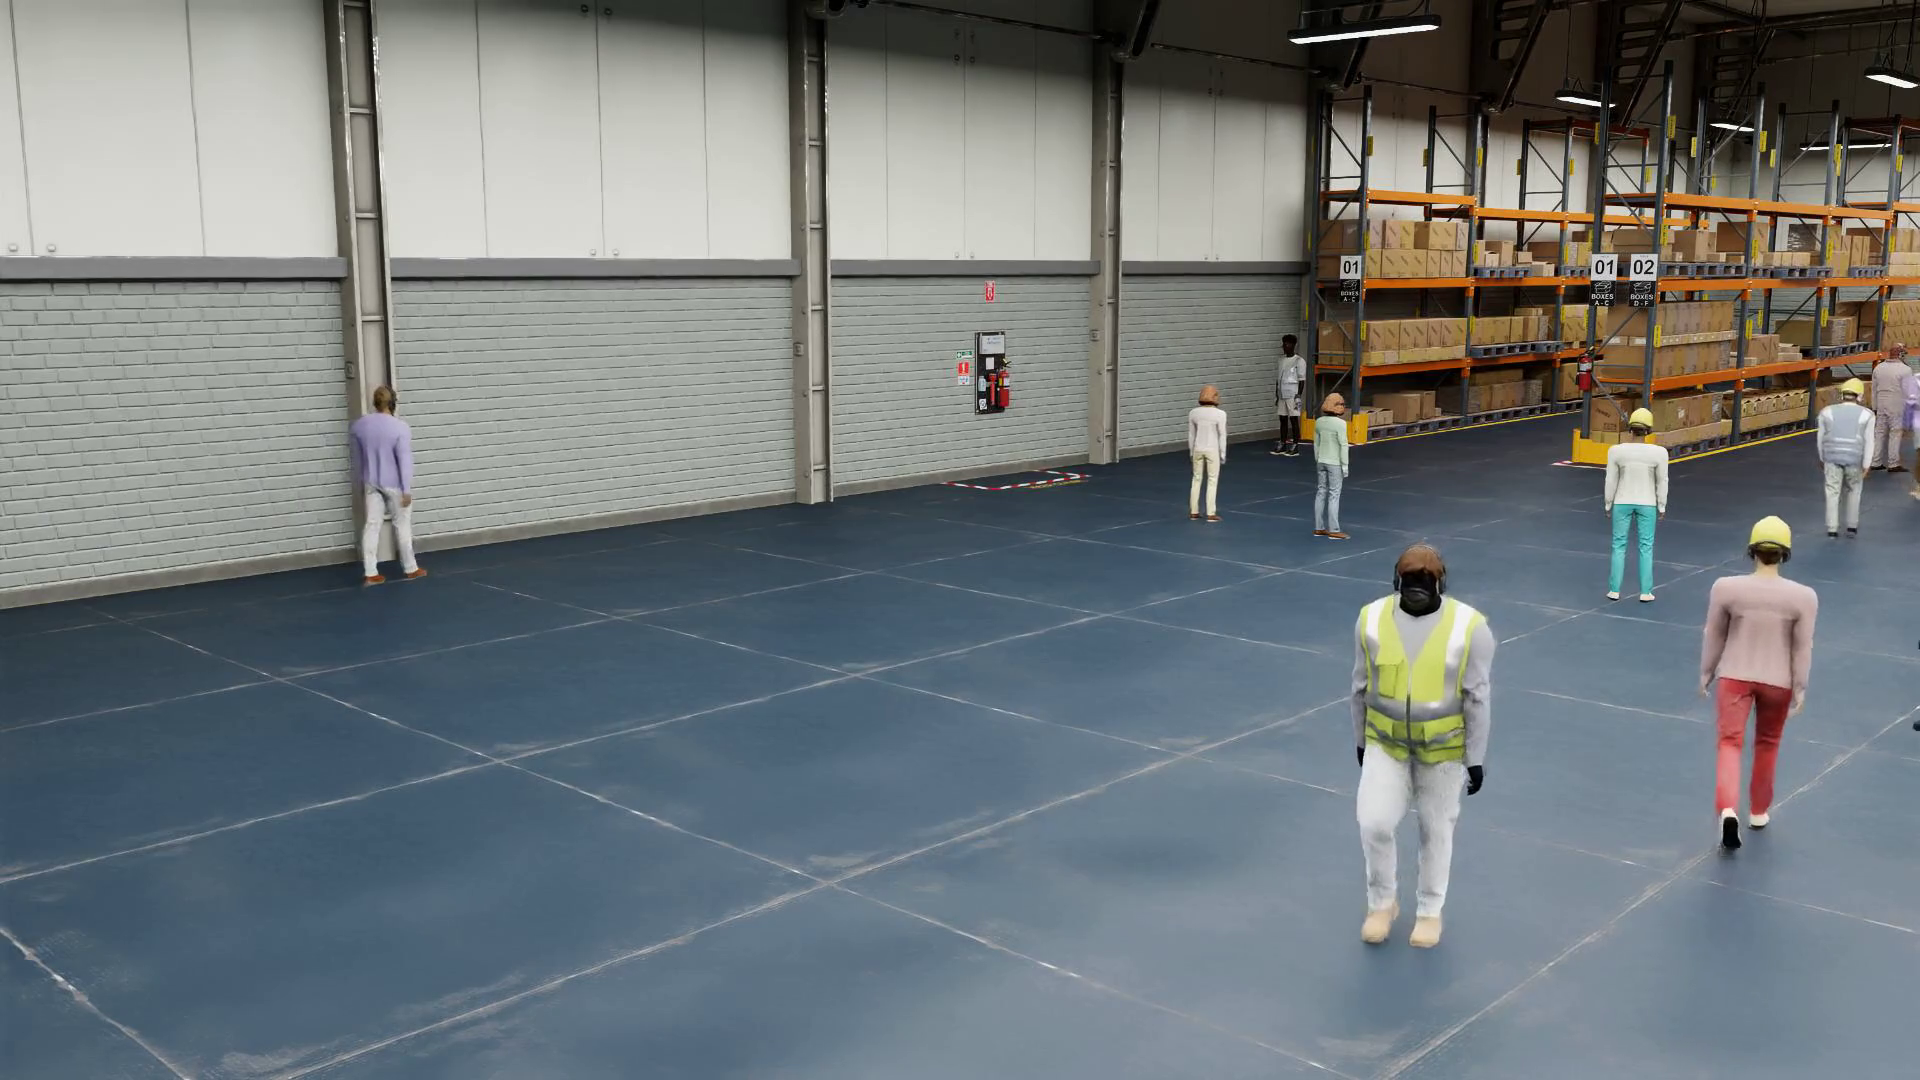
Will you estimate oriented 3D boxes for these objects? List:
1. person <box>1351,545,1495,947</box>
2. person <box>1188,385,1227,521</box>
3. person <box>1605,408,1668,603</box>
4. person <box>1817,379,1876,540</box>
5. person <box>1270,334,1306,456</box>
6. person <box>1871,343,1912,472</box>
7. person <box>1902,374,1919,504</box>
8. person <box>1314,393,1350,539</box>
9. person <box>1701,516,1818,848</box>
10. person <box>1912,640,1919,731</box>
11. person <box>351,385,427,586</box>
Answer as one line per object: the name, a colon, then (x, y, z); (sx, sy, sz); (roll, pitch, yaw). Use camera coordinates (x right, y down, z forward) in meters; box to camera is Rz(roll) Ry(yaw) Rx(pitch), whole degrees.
person: (2.023, 0.927, 7.379); (0.635, 1.825, 0.511); (4, 10, 25)
person: (2.958, -1.036, 19.929); (0.508, 1.631, 0.292); (7, 12, 36)
person: (6.130, -0.314, 15.100); (0.533, 1.768, 0.311); (4, 10, 24)
person: (9.942, -0.911, 18.673); (0.589, 1.790, 0.863); (6, 11, 34)
person: (5.292, -2.331, 26.791); (0.367, 1.966, 0.607); (-6, 11, -31)
person: (13.890, -1.967, 24.749); (0.407, 1.906, 0.653); (-3, 10, -20)
person: (12.473, -1.453, 21.276); (0.639, 2.016, 0.753); (2, 9, 10)
person: (4.168, -0.831, 18.653); (0.279, 1.634, 0.499); (-5, 11, -30)
person: (4.184, 0.744, 8.763); (0.531, 1.742, 0.797); (5, 10, 27)
person: (6.443, 0.315, 10.806); (0.569, 1.914, 0.566); (3, 10, 20)
person: (-5.520, -0.532, 16.004); (0.647, 1.936, 0.552); (2, 10, 12)
